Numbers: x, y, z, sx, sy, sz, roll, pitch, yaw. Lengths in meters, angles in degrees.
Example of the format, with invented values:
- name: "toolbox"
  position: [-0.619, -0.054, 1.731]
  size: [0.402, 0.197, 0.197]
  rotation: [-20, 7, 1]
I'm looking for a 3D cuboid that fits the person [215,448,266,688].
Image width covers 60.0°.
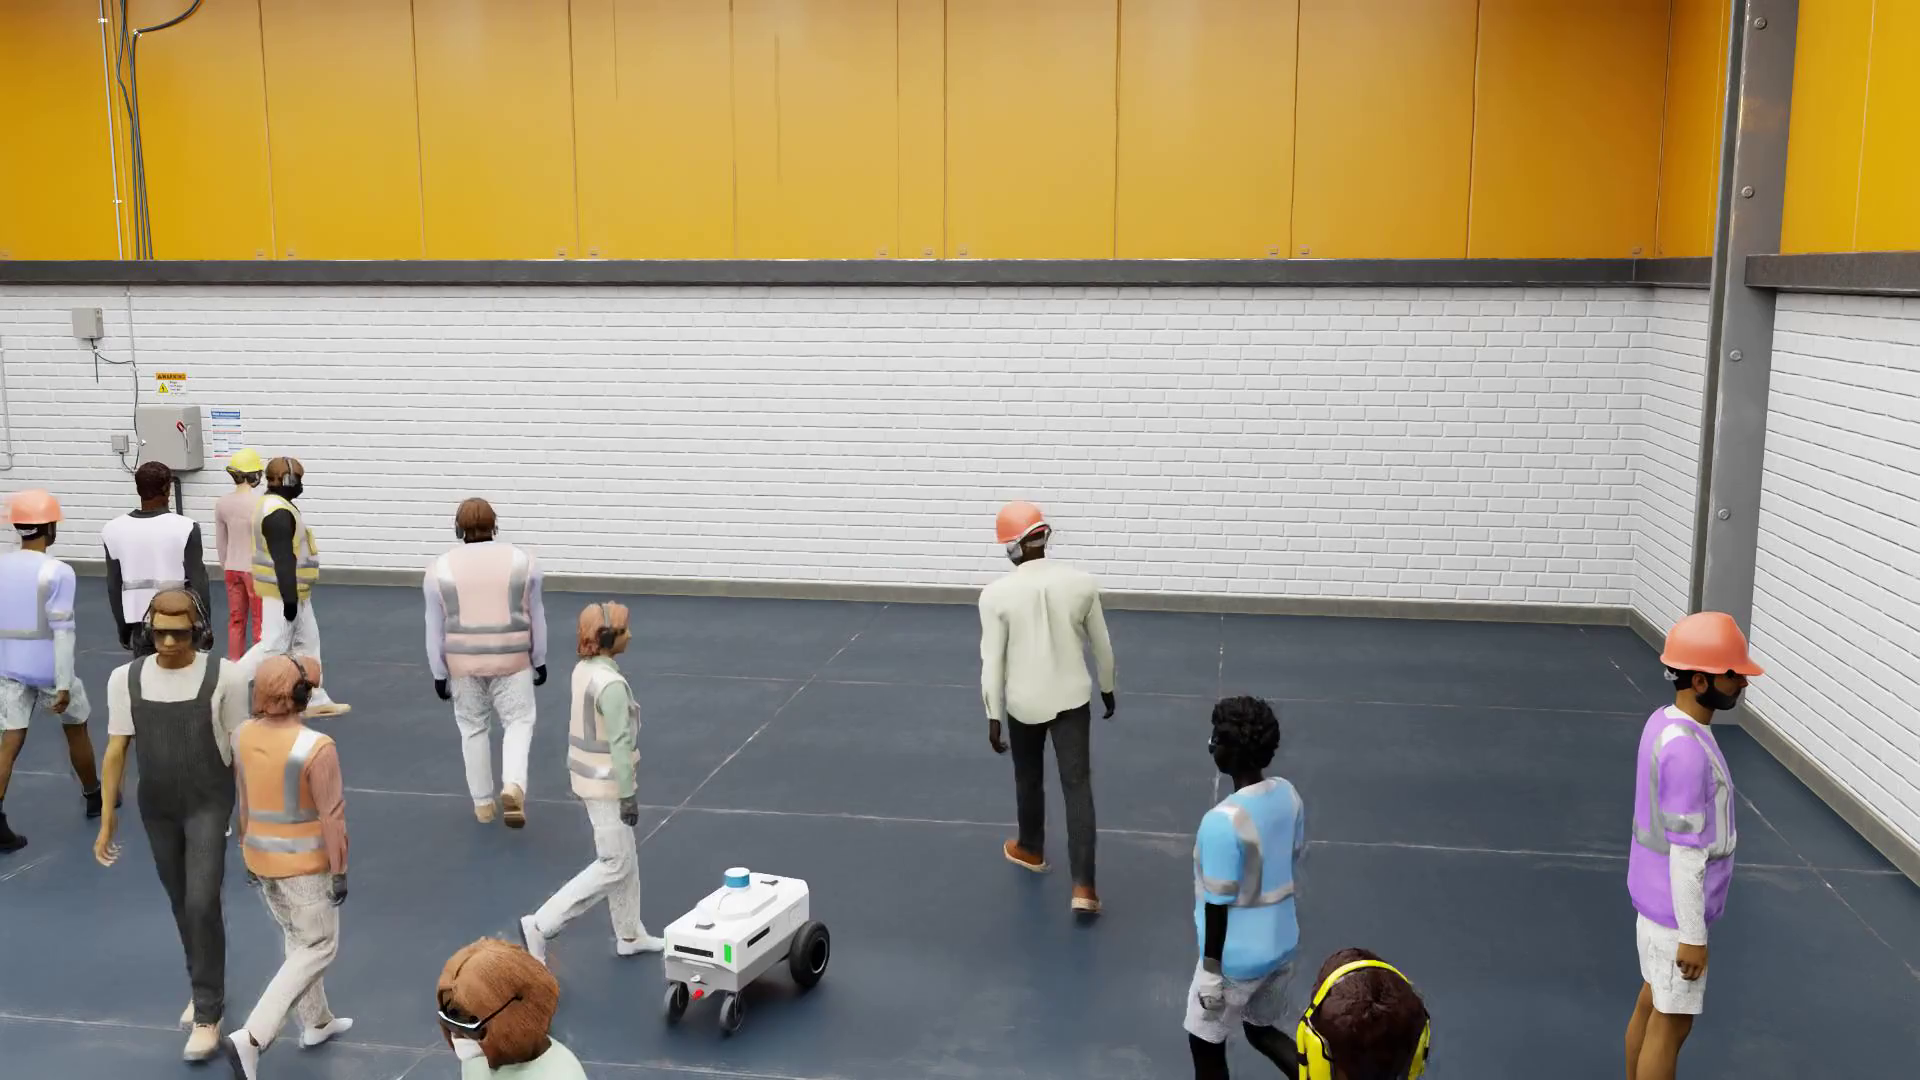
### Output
- name: "person"
  position: [-5.082, 0.228, 11.933]
  size: [0.523, 1.769, 0.322]
  rotation: [4, 10, 23]

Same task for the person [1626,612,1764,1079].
- name: "person"
  position: [2.395, 1.188, 5.488]
  size: [0.357, 1.938, 0.542]
  rotation: [3, 10, 15]

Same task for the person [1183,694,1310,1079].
- name: "person"
  position: [0.996, 1.332, 5.397]
  size: [0.666, 1.678, 0.540]
  rotation: [7, 12, 37]

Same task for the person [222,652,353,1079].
- name: "person"
  position: [-2.545, 1.227, 6.242]
  size: [0.530, 1.614, 0.689]
  rotation: [4, 10, 25]

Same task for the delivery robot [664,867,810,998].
- name: "delivery robot"
  position: [-0.918, 1.603, 6.890]
  size: [0.477, 0.478, 0.707]
  rotation: [4, 10, 23]

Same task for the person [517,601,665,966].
- name: "person"
  position: [-1.584, 1.070, 7.175]
  size: [0.628, 1.619, 0.520]
  rotation: [-4, 10, -23]

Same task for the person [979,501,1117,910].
- name: "person"
  position: [0.447, 0.784, 8.035]
  size: [0.720, 1.928, 1.024]
  rotation: [-2, 9, -9]

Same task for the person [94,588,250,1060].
- name: "person"
  position: [-3.055, 1.089, 6.458]
  size: [0.535, 1.813, 0.762]
  rotation: [0, 9, -2]

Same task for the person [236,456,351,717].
- name: "person"
  position: [-4.621, 0.346, 11.124]
  size: [0.859, 1.804, 0.625]
  rotation: [-4, 10, -23]

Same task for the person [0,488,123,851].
- name: "person"
  position: [-4.915, 0.672, 8.854]
  size: [0.542, 1.893, 1.014]
  rotation: [1, 9, 6]

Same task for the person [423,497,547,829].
- name: "person"
  position: [-2.551, 0.677, 8.974]
  size: [0.637, 1.827, 0.670]
  rotation: [-2, 9, -14]

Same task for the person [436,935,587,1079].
- name: "person"
  position: [-0.983, 1.645, 3.686]
  size: [0.768, 1.588, 0.517]
  rotation: [-7, 12, -37]

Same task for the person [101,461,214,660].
- name: "person"
  position: [-4.734, 0.490, 9.864]
  size: [0.589, 1.915, 0.393]
  rotation: [0, 9, 1]

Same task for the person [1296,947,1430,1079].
- name: "person"
  position: [0.722, 1.633, 3.112]
  size: [0.556, 1.813, 0.990]
  rotation: [-2, 9, -10]
